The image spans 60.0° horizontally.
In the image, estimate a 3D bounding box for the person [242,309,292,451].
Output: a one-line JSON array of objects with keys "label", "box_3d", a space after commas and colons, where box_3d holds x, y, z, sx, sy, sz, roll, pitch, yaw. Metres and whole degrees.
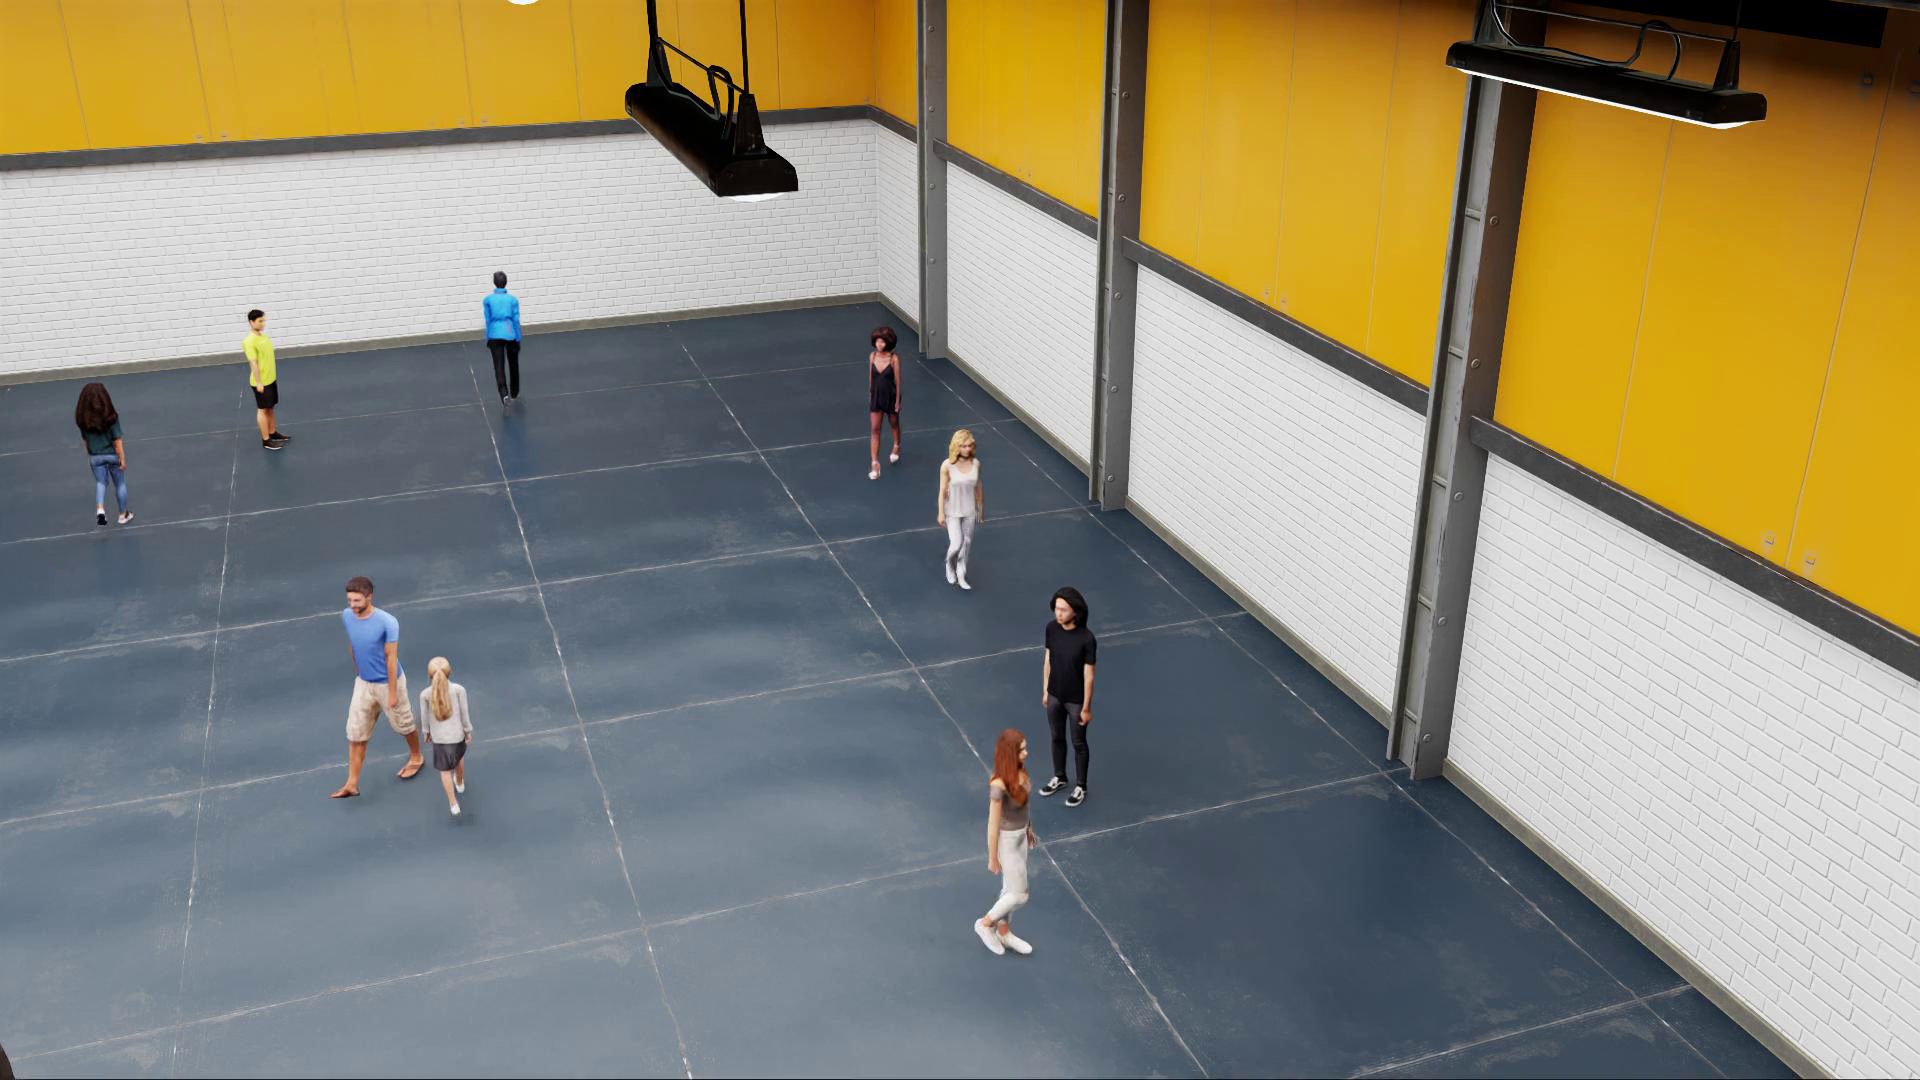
[{"label": "person", "box_3d": [-8.459, -1.965, 20.164, 0.750, 1.706, 0.599, 0, 24, 0]}]

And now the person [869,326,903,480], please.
[{"label": "person", "box_3d": [-0.835, -1.629, 19.351, 0.959, 1.742, 1.137, 6, 24, 13]}]

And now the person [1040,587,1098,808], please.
[{"label": "person", "box_3d": [0.850, 1.175, 12.829, 0.638, 1.827, 0.761, 19, 30, 37]}]

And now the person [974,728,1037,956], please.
[{"label": "person", "box_3d": [0.257, 2.002, 11.075, 0.789, 1.716, 0.726, 9, 25, 19]}]

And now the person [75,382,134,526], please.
[{"label": "person", "box_3d": [-9.181, -0.878, 17.804, 0.682, 1.603, 0.878, -3, 24, -7]}]

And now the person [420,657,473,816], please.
[{"label": "person", "box_3d": [-3.926, 1.515, 12.762, 0.531, 1.258, 0.853, -9, 25, -20]}]

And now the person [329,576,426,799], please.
[{"label": "person", "box_3d": [-4.493, 1.074, 13.061, 1.073, 1.825, 1.219, 8, 25, 17]}]

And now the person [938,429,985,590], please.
[{"label": "person", "box_3d": [-0.023, -0.327, 16.470, 0.638, 1.663, 0.627, -10, 26, -22]}]

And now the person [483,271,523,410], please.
[{"label": "person", "box_3d": [-5.893, -2.559, 21.439, 0.685, 1.771, 1.122, -6, 24, -13]}]
